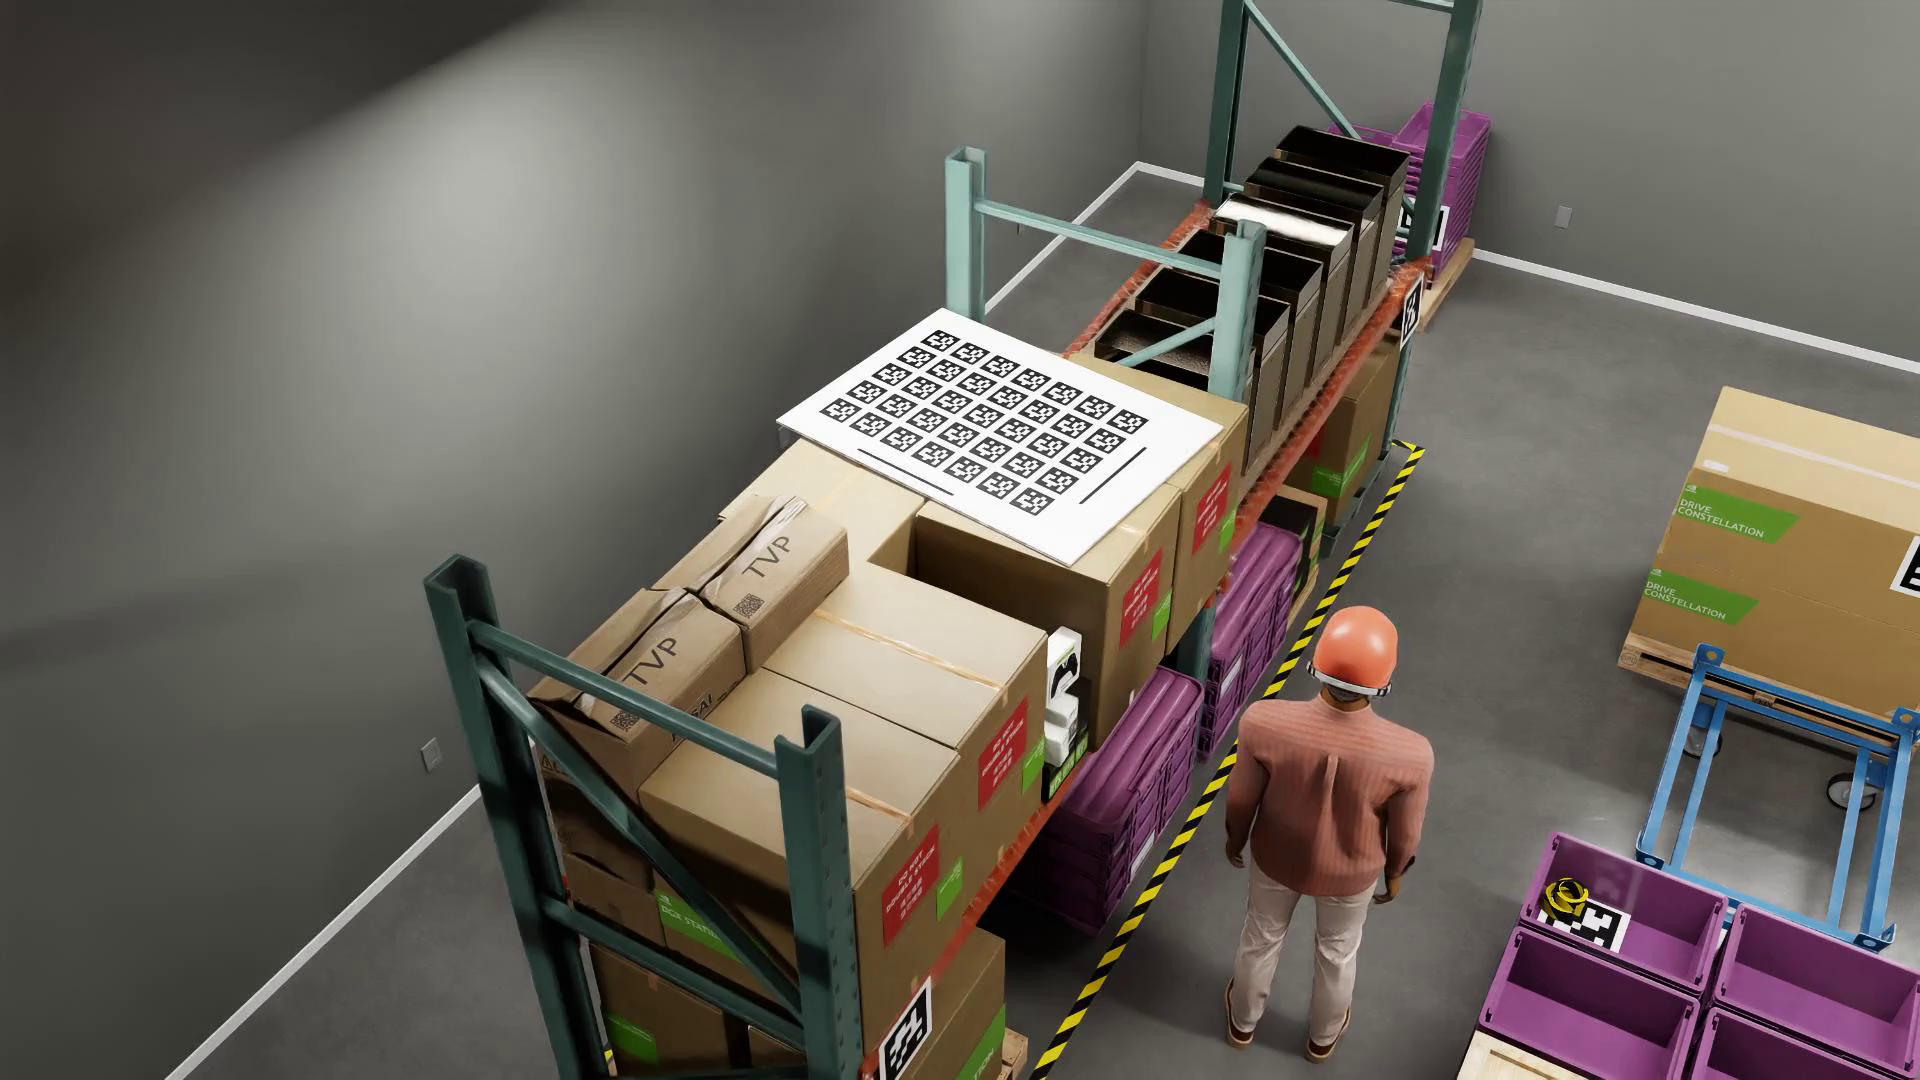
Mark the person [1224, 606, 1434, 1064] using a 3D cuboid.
[{"bbox_3d":[1.150,0.993,5.371,0.608,1.995,0.377,10,41,12],"label":"person"}]
